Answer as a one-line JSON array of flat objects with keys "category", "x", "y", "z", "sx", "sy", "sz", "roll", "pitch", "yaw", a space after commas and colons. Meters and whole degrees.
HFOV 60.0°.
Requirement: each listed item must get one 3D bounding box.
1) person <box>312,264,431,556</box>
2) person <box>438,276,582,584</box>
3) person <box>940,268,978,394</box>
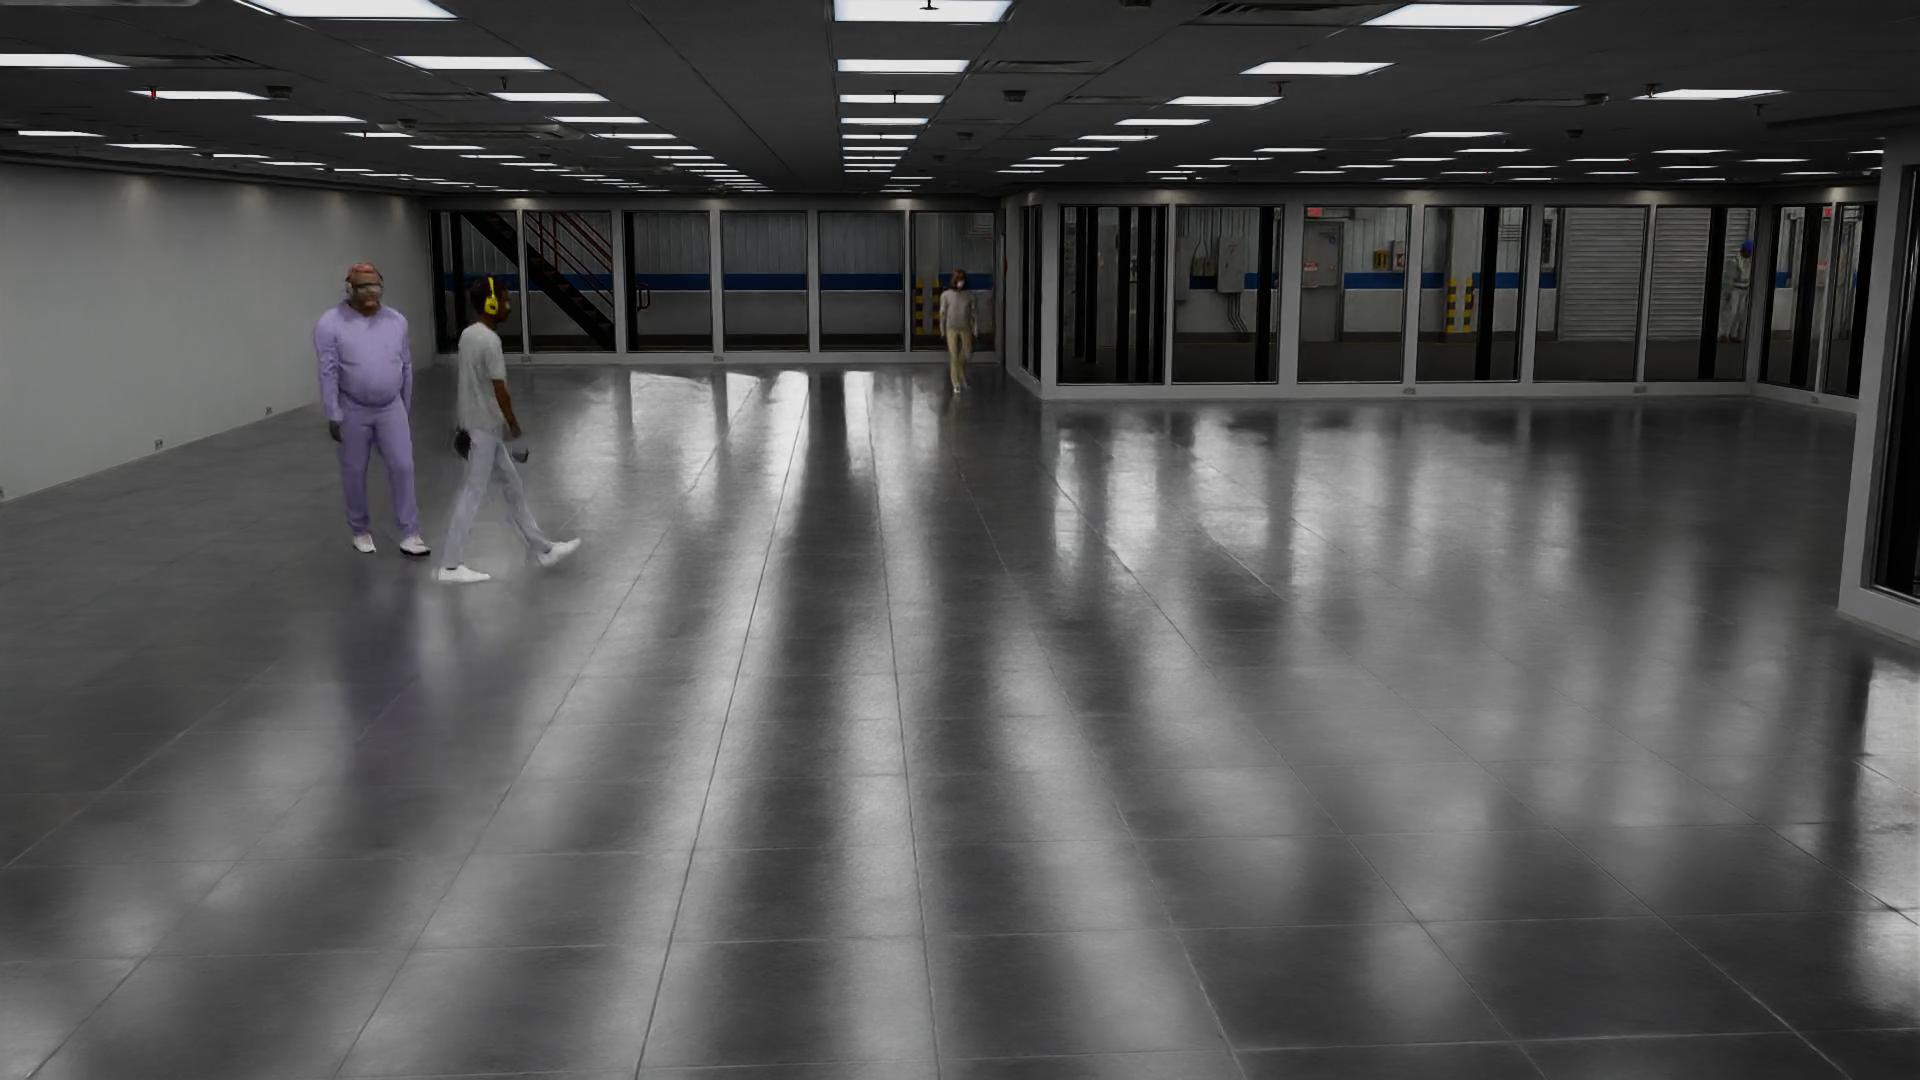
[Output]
[{"category": "person", "x": -3.747, "y": -0.810, "z": 10.639, "sx": 0.642, "sy": 1.874, "sz": 0.864, "roll": -8, "pitch": 13, "yaw": -36}, {"category": "person", "x": -2.744, "y": -0.661, "z": 9.991, "sx": 0.953, "sy": 1.817, "sz": 0.572, "roll": -6, "pitch": 12, "yaw": -30}, {"category": "person", "x": -0.010, "y": -2.691, "z": 21.485, "sx": 0.501, "sy": 1.623, "sz": 0.337, "roll": -1, "pitch": 11, "yaw": -3}]
